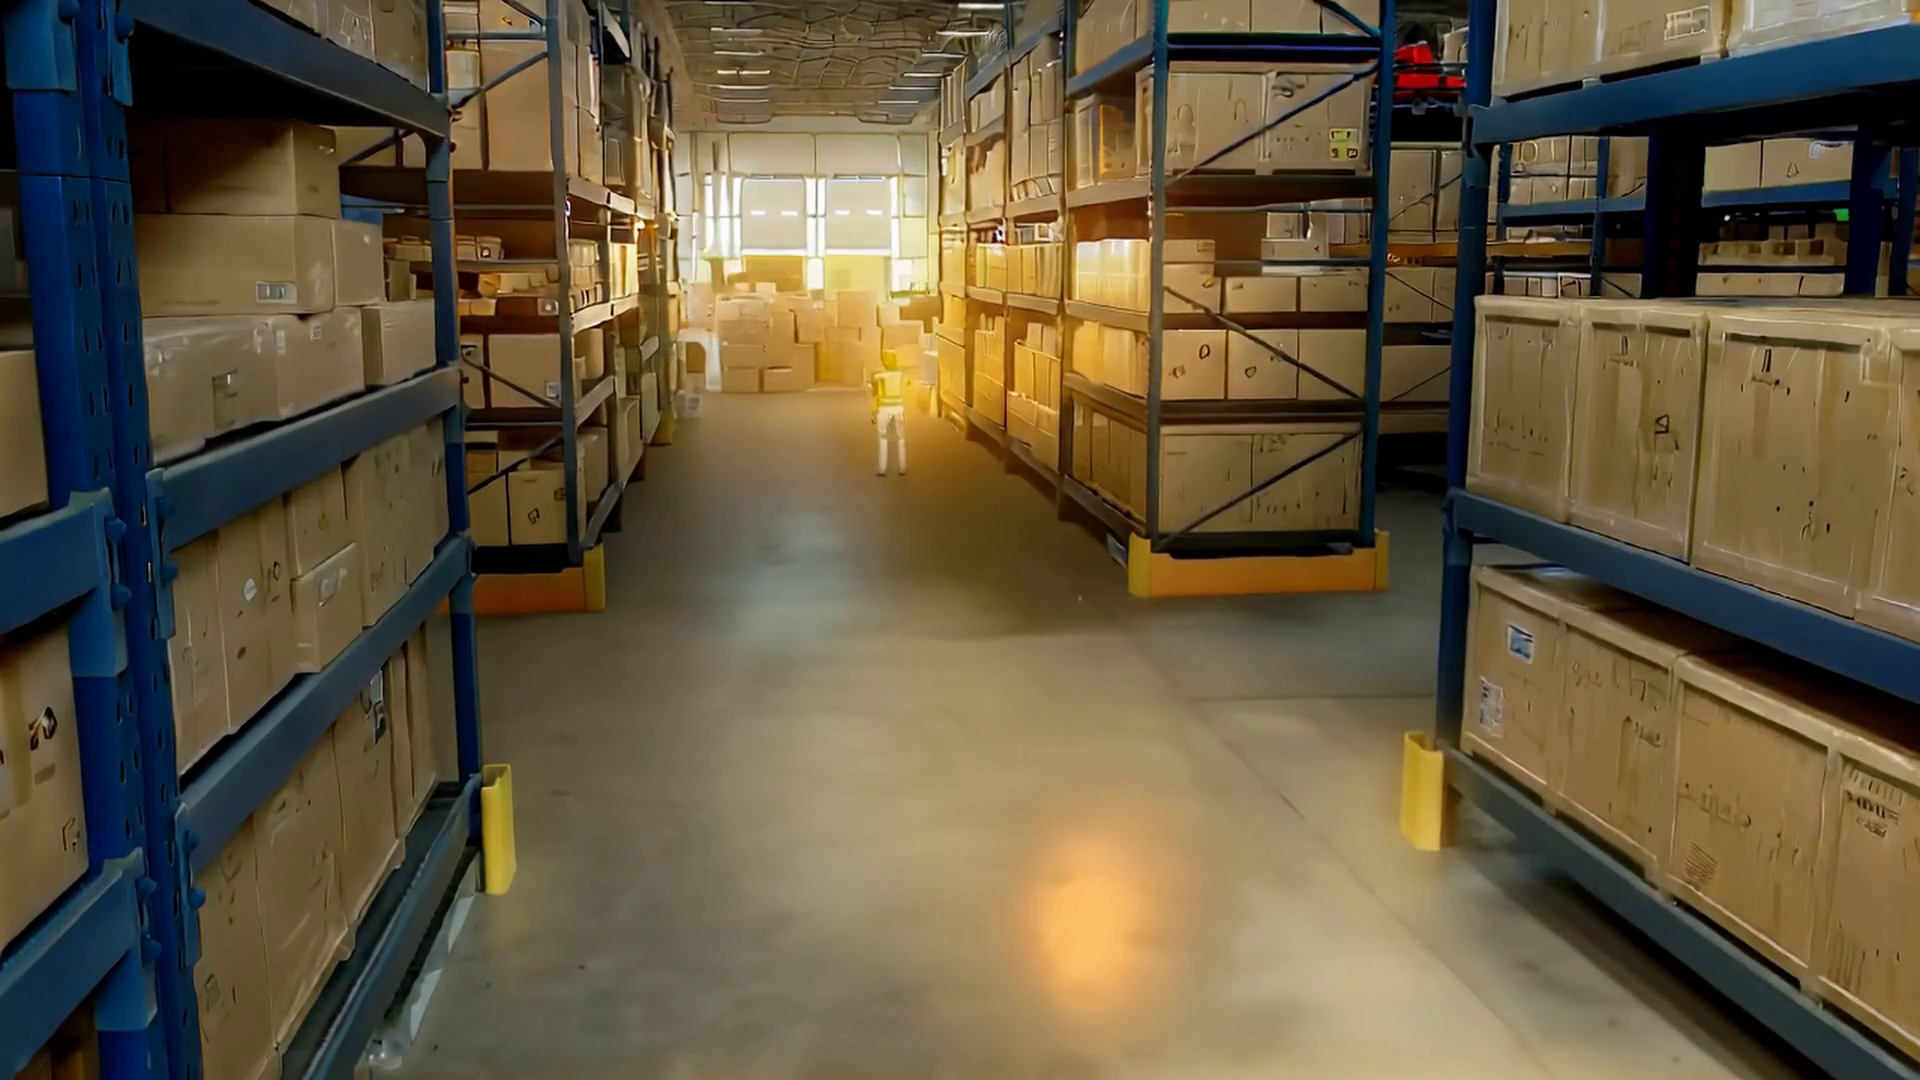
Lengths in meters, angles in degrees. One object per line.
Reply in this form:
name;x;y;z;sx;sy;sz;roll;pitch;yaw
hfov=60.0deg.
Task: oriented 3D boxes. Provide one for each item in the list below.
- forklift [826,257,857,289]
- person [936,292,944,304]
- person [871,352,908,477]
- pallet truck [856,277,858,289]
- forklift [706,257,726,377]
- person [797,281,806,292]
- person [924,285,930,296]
forklift;-3.407;-6.733;47.763;1.129;2.768;1.873;-1;10;-7
person;-0.639;-9.136;64.845;0.652;1.830;0.996;3;10;17
person;-0.912;-1.642;21.772;0.512;1.630;0.317;-5;11;-25
pallet truck;-3.782;-9.391;65.808;1.885;1.965;0.823;2;10;10
forklift;-5.620;-5.178;38.709;1.873;2.768;1.129;-1;10;-7
person;-5.734;-8.432;60.390;0.360;1.938;0.635;-3;10;-19
person;-1.458;-10.034;70.650;0.602;1.613;0.521;-3;10;-15
